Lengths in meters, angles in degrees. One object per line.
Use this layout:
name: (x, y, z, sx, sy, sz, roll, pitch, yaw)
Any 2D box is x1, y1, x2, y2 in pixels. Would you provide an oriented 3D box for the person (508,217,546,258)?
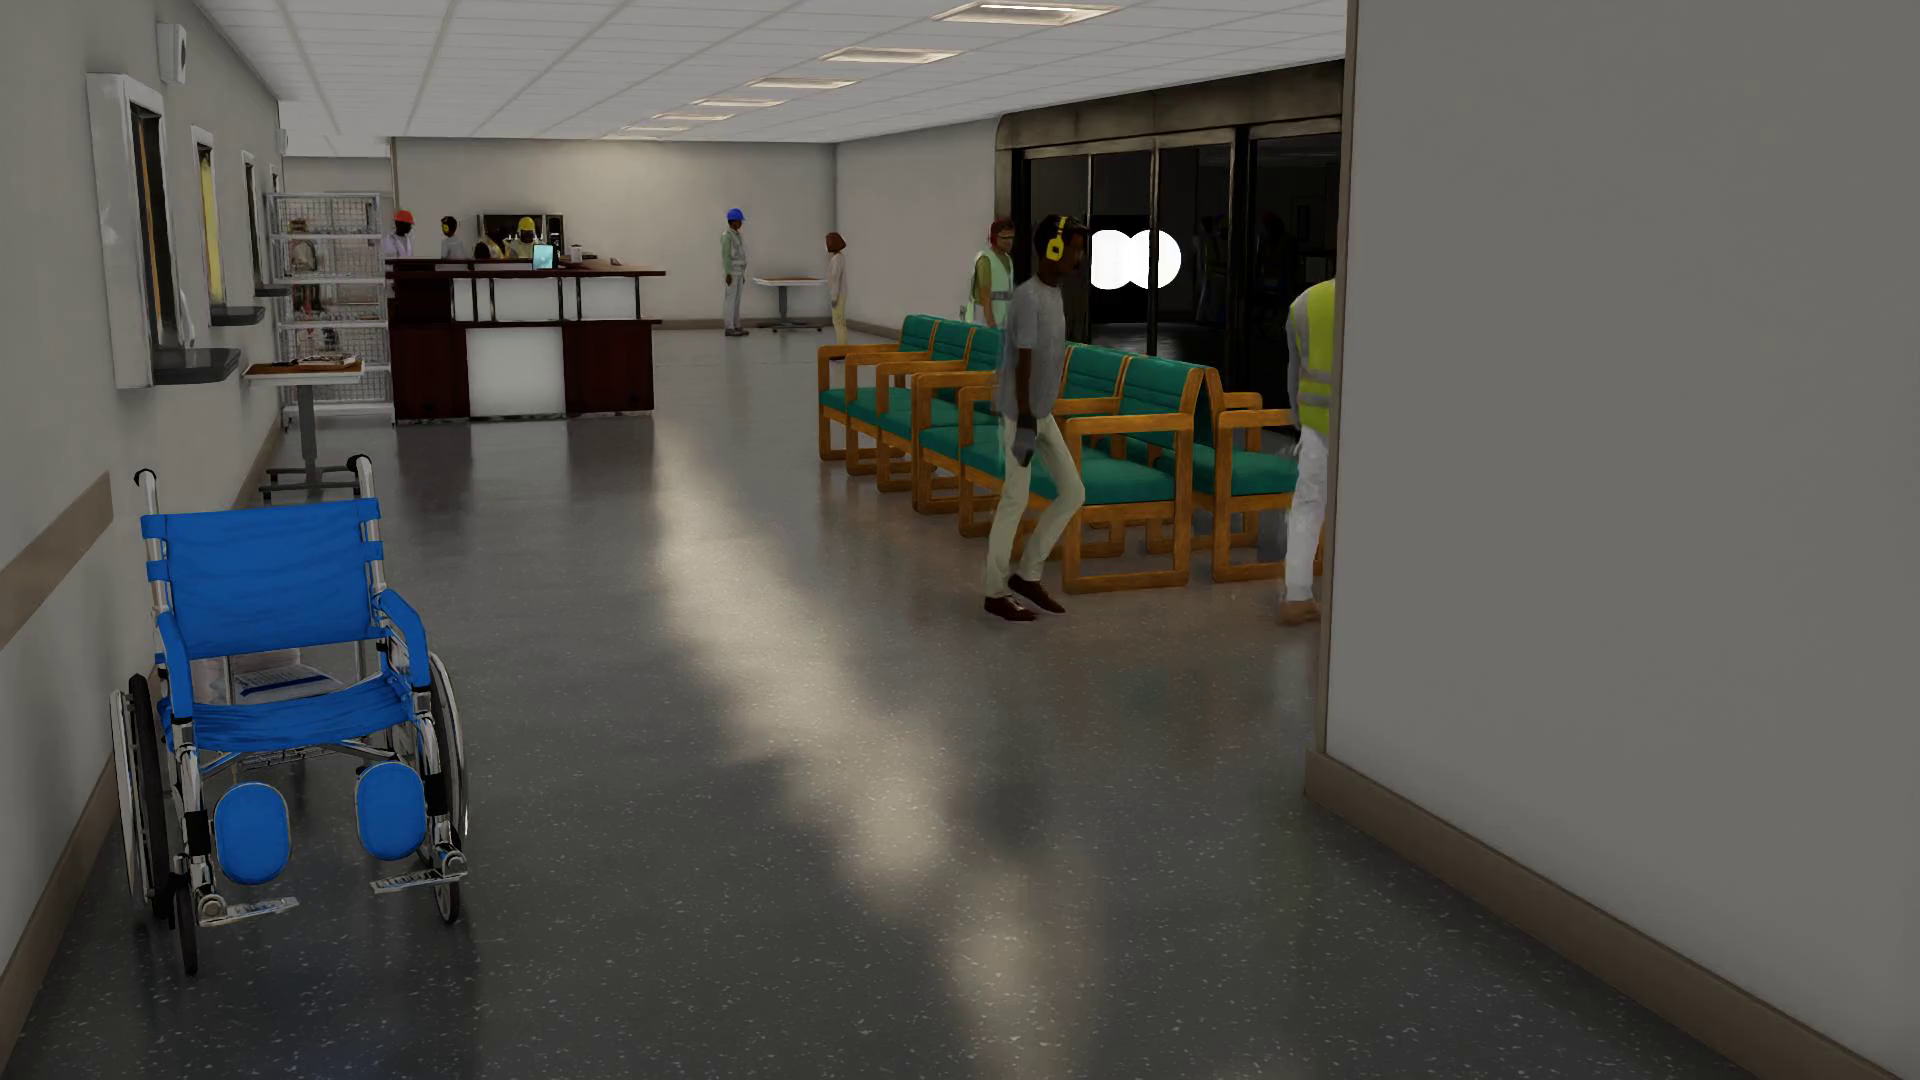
person: (-5.768, -3.397, 22.245, 0.596, 1.825, 0.404, -5, 12, -24)

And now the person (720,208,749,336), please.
person: (-3.460, -4.105, 25.552, 0.400, 1.944, 0.618, 3, 11, 13)

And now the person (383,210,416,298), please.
person: (-7.820, -3.649, 23.304, 0.530, 1.907, 0.587, 5, 12, 26)

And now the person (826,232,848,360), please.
person: (-1.574, -3.105, 21.260, 0.285, 1.627, 0.504, 1, 11, 3)

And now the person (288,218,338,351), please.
person: (-8.942, -3.436, 22.499, 0.985, 1.790, 0.519, -1, 11, -4)

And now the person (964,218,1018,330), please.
person: (0.274, -1.750, 13.800, 0.569, 1.812, 0.607, 5, 12, 23)

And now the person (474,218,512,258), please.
person: (-5.942, -3.278, 21.676, 0.859, 1.796, 0.626, 3, 11, 13)

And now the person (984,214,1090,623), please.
person: (0.331, -0.537, 7.521, 0.503, 1.835, 0.656, 4, 12, 22)

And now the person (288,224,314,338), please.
person: (-9.975, -3.916, 25.043, 0.522, 1.769, 0.317, 0, 11, -2)
